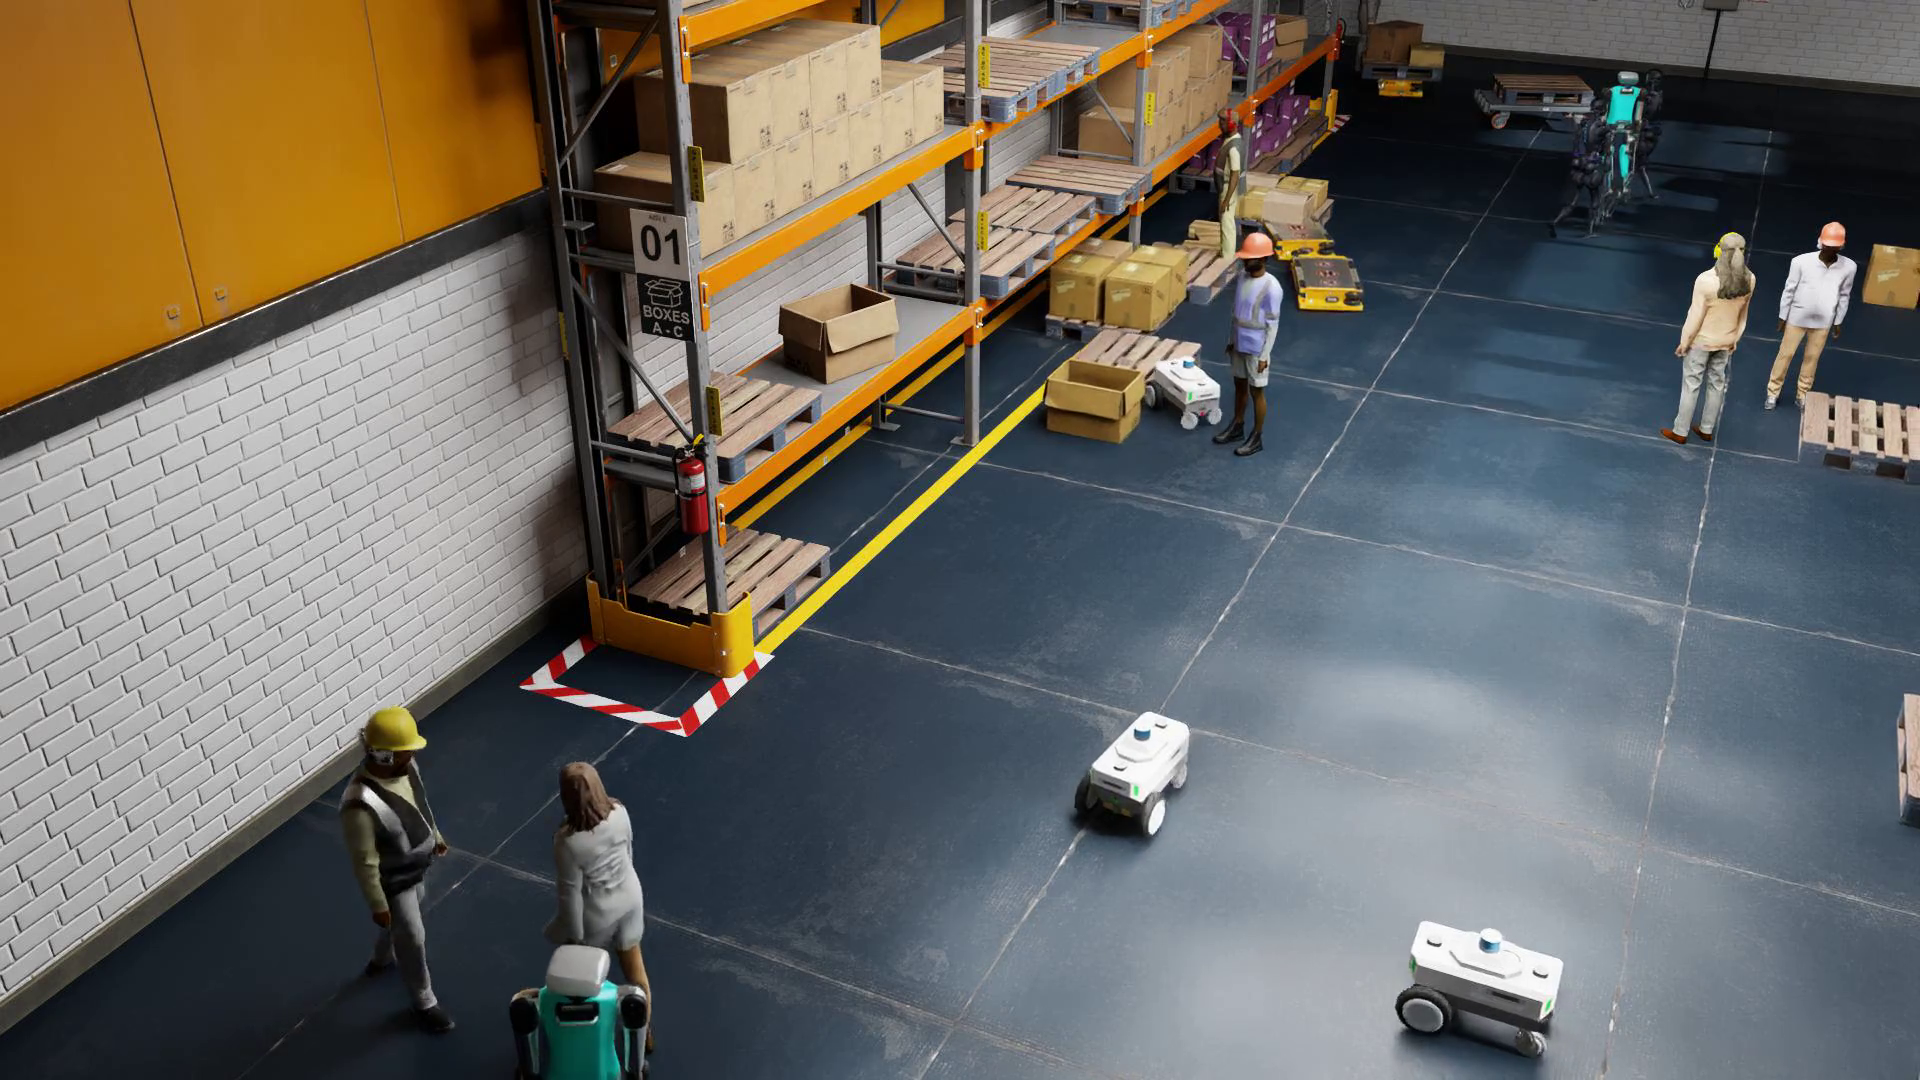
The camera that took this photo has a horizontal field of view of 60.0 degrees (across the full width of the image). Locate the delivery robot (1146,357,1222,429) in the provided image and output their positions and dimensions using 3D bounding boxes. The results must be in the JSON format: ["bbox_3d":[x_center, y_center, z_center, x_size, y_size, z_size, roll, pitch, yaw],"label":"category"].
[{"bbox_3d":[2.031,-1.357,14.956,0.512,0.607,0.778,-10,30,-18],"label":"delivery robot"}]

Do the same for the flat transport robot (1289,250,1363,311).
[{"bbox_3d":[3.933,-2.791,17.904,0.659,0.231,1.431,3,28,5],"label":"flat transport robot"}]

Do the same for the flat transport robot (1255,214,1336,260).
[{"bbox_3d":[3.871,-3.549,19.308,0.659,0.231,1.431,-1,28,-3],"label":"flat transport robot"}]

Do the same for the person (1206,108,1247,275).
[{"bbox_3d":[2.914,-3.765,18.057,0.391,1.837,0.562,2,28,4],"label":"person"}]

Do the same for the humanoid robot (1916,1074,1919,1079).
[{"bbox_3d":[4.713,2.044,7.455,0.540,1.790,0.907,-18,33,-30],"label":"humanoid robot"}]

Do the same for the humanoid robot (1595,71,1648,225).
[{"bbox_3d":[7.818,-4.537,19.690,0.534,1.880,0.720,1,28,2],"label":"humanoid robot"}]

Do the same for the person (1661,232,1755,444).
[{"bbox_3d":[6.419,-1.702,14.193,0.565,1.876,0.400,-5,29,-10],"label":"person"}]

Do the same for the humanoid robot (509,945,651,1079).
[{"bbox_3d":[-1.472,2.529,6.572,0.566,1.858,0.762,-3,28,-6],"label":"humanoid robot"}]

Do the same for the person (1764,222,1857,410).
[{"bbox_3d":[7.602,-1.988,14.848,0.560,1.752,0.325,6,29,12],"label":"person"}]

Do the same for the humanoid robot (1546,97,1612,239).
[{"bbox_3d":[7.221,-4.276,19.203,0.681,1.639,0.608,-12,31,-22],"label":"humanoid robot"}]

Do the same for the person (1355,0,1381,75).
[{"bbox_3d":[6.550,-8.373,26.626,0.364,1.824,0.516,2,28,4],"label":"person"}]

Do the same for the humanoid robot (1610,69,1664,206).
[{"bbox_3d":[8.435,-4.941,20.413,0.416,1.636,0.592,25,37,38],"label":"humanoid robot"}]

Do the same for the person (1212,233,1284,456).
[{"bbox_3d":[2.431,-1.655,14.041,0.369,1.935,0.550,-15,32,-25],"label":"person"}]

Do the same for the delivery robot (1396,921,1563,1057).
[{"bbox_3d":[2.595,2.209,8.345,0.797,0.608,0.499,13,31,22],"label":"delivery robot"}]

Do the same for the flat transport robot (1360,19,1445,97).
[{"bbox_3d":[6.888,-7.210,26.098,0.659,0.231,1.431,5,29,9],"label":"flat transport robot"}]

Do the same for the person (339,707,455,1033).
[{"bbox_3d":[-2.801,1.585,8.180,0.565,1.802,0.670,0,28,1],"label":"person"}]

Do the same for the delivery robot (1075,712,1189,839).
[{"bbox_3d":[1.072,1.353,9.911,0.499,0.587,0.781,17,33,29],"label":"delivery robot"}]

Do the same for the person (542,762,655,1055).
[{"bbox_3d":[-1.795,1.739,8.051,0.740,1.629,0.510,24,37,37],"label":"person"}]
